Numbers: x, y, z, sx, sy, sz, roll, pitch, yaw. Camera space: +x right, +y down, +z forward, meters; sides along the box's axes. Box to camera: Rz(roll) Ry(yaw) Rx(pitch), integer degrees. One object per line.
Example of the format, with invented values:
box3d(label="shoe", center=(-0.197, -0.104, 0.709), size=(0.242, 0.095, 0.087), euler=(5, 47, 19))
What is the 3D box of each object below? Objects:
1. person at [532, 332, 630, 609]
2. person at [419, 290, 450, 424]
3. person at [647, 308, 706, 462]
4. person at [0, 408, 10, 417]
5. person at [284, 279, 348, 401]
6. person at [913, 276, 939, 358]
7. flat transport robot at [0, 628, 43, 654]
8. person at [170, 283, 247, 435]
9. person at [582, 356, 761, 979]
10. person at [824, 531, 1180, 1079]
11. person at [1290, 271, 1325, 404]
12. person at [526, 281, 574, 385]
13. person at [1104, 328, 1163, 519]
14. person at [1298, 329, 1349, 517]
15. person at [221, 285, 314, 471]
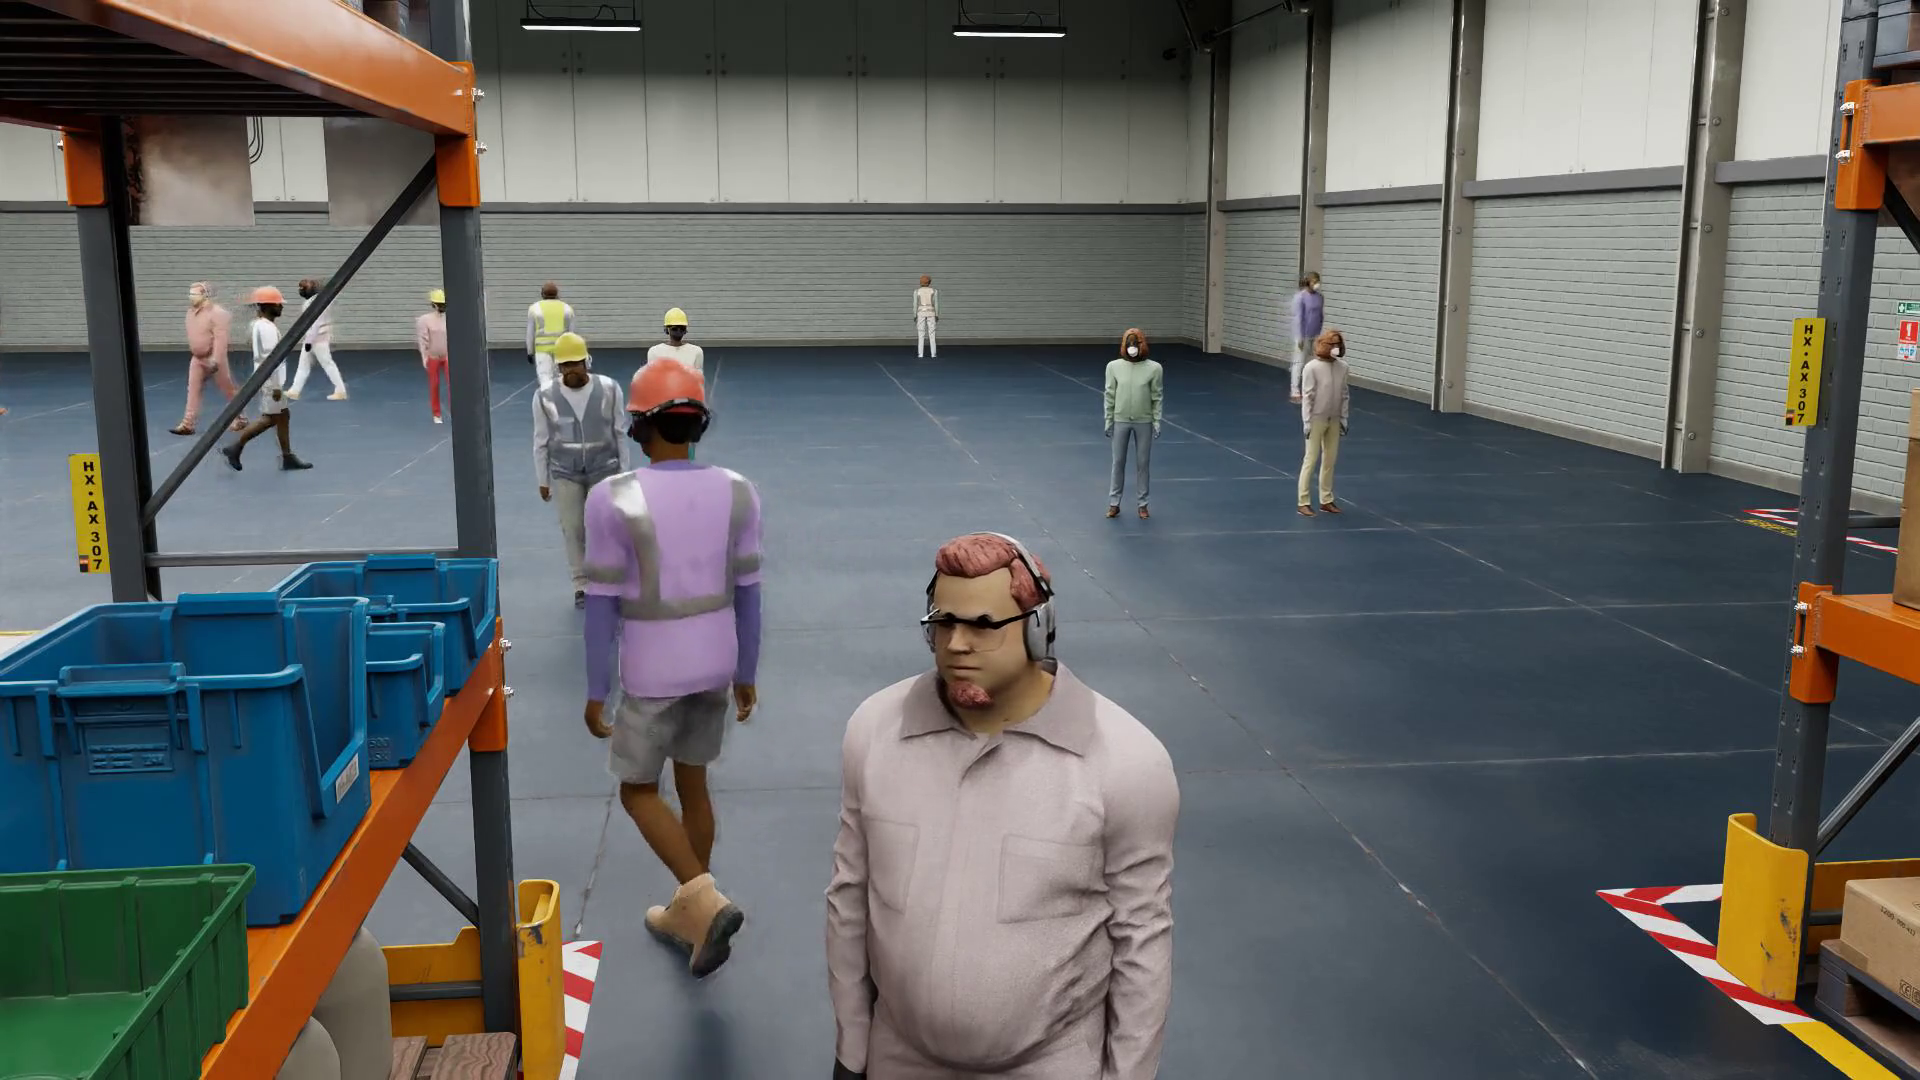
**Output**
box3d(label="person", center=(-2.442, -0.444, 10.763), size=(0.616, 1.805, 0.524), euler=(-2, 11, -13))
box3d(label="person", center=(-6.598, -2.306, 21.197), size=(0.528, 1.725, 0.892), euler=(-5, 12, -26))
box3d(label="person", center=(-2.548, -1.200, 15.000), size=(0.525, 1.772, 0.308), euler=(-5, 11, -26))
box3d(label="person", center=(-12.762, -2.455, 21.506), size=(0.652, 1.900, 0.920), euler=(9, 14, 41))
box3d(label="person", center=(-9.533, -2.936, 24.458), size=(0.966, 1.793, 0.668), euler=(-6, 12, -30))
box3d(label="person", center=(-0.671, -4.432, 33.075), size=(0.512, 1.638, 0.312), euler=(0, 10, 0))
box3d(label="flat transport robot", center=(-5.286, 0.695, 8.719), size=(0.652, 0.197, 1.431), euler=(-1, 10, -5))
box3d(label="person", center=(-9.211, -2.215, 20.370), size=(0.660, 1.851, 1.042), euler=(4, 11, 21))
box3d(label="person", center=(-0.875, 0.428, 5.378), size=(0.615, 2.024, 0.693), euler=(-8, 13, -38))
box3d(label="person", center=(0.045, 0.926, 2.965), size=(0.644, 1.908, 0.408), euler=(4, 11, 20))
box3d(label="person", center=(5.058, -2.889, 23.863), size=(0.656, 1.909, 0.746), euler=(-8, 13, -37))
box3d(label="person", center=(-5.418, -2.520, 22.098), size=(0.633, 1.817, 0.751), euler=(-6, 12, -29))
box3d(label="person", center=(1.481, -0.993, 14.231), size=(0.501, 1.633, 0.285), euler=(2, 11, 11))
box3d(label="person", center=(3.146, -1.011, 14.363), size=(0.502, 1.622, 0.293), euler=(-6, 12, -28))
box3d(label="person", center=(-7.138, -1.636, 16.991), size=(0.814, 1.920, 0.544), euler=(-6, 12, -28))
